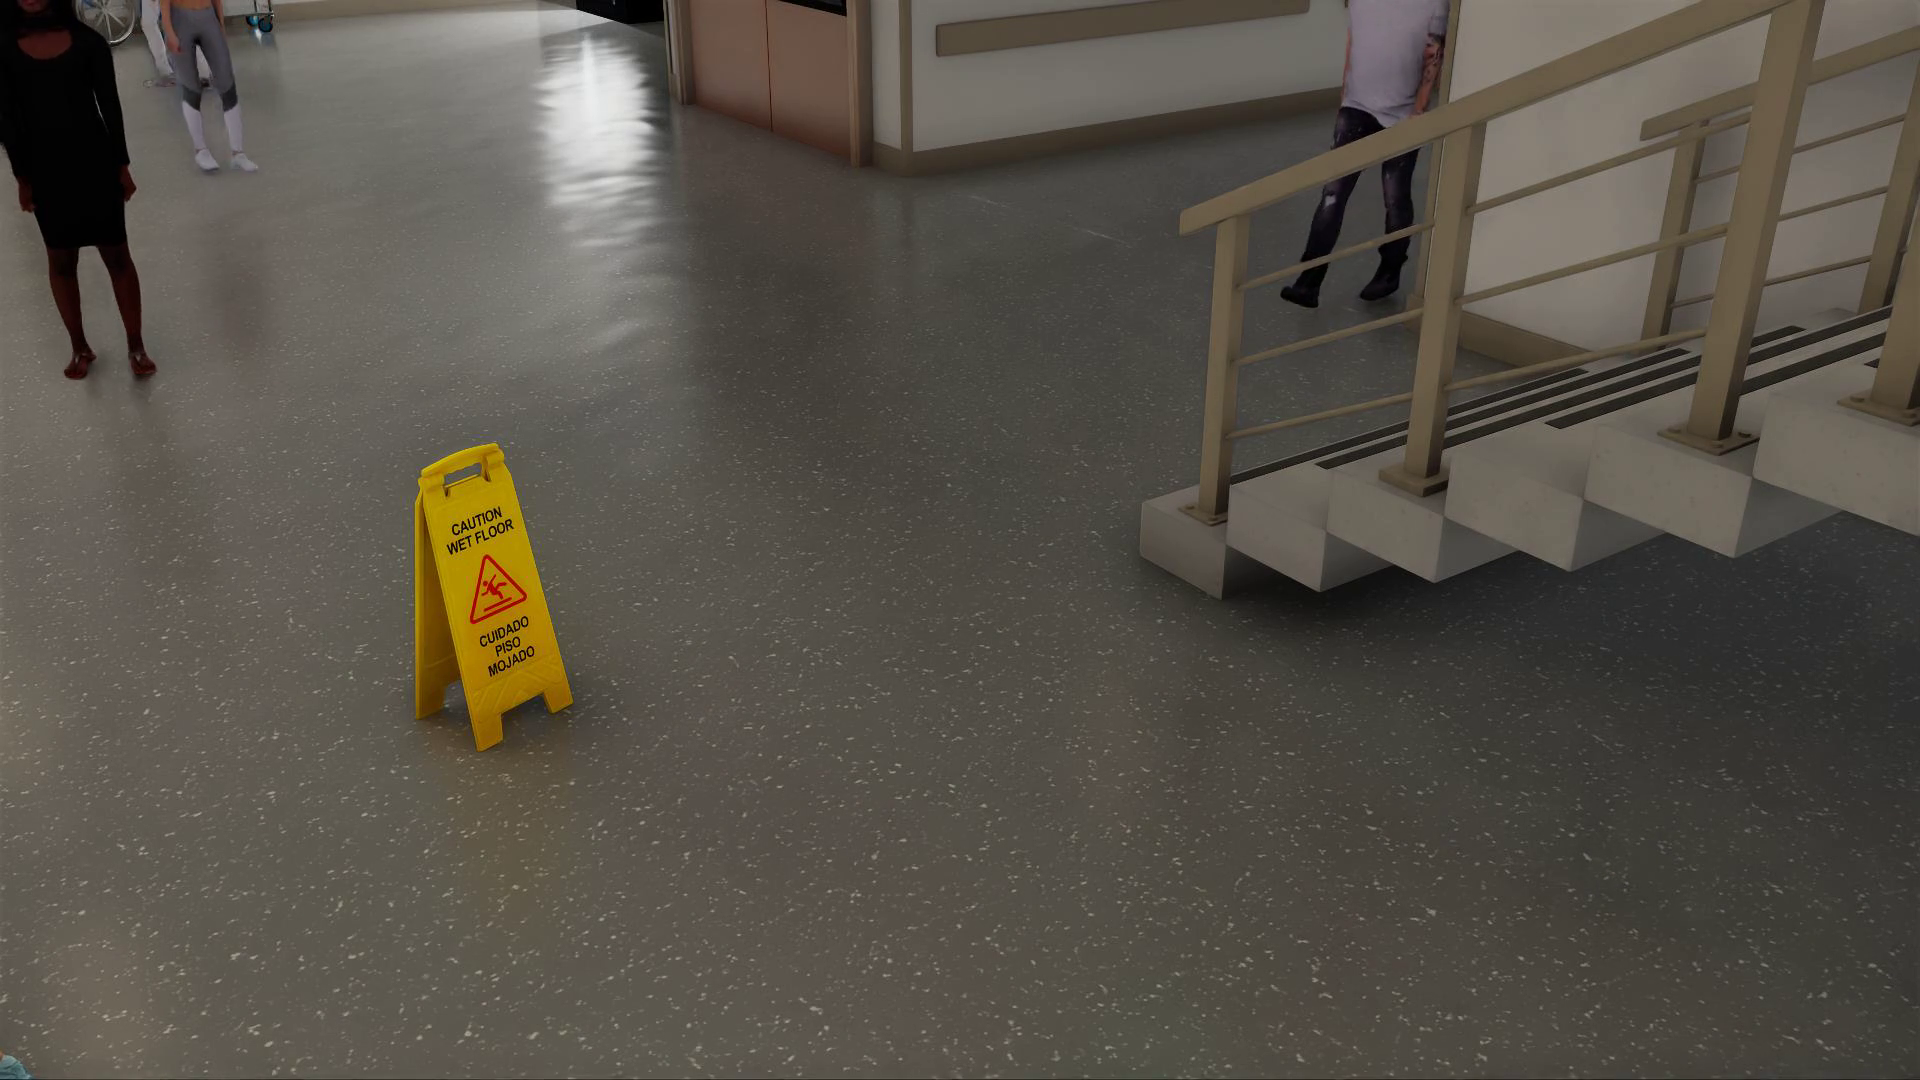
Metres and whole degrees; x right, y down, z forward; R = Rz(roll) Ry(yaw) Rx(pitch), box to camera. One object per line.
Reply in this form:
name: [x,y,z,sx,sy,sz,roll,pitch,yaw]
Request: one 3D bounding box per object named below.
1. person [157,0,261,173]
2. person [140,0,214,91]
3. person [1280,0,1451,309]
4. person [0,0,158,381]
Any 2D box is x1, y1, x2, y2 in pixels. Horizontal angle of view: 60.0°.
person: [-4.720,-3.097,10.169,0.636,1.679,0.862,-20,32,-35]
person: [-5.930,-4.223,12.537,0.896,1.652,0.830,7,27,14]
person: [2.008,-1.962,7.681,1.144,1.797,0.959,20,32,35]
person: [-3.662,-1.525,6.862,0.659,1.720,0.632,-11,28,-21]
